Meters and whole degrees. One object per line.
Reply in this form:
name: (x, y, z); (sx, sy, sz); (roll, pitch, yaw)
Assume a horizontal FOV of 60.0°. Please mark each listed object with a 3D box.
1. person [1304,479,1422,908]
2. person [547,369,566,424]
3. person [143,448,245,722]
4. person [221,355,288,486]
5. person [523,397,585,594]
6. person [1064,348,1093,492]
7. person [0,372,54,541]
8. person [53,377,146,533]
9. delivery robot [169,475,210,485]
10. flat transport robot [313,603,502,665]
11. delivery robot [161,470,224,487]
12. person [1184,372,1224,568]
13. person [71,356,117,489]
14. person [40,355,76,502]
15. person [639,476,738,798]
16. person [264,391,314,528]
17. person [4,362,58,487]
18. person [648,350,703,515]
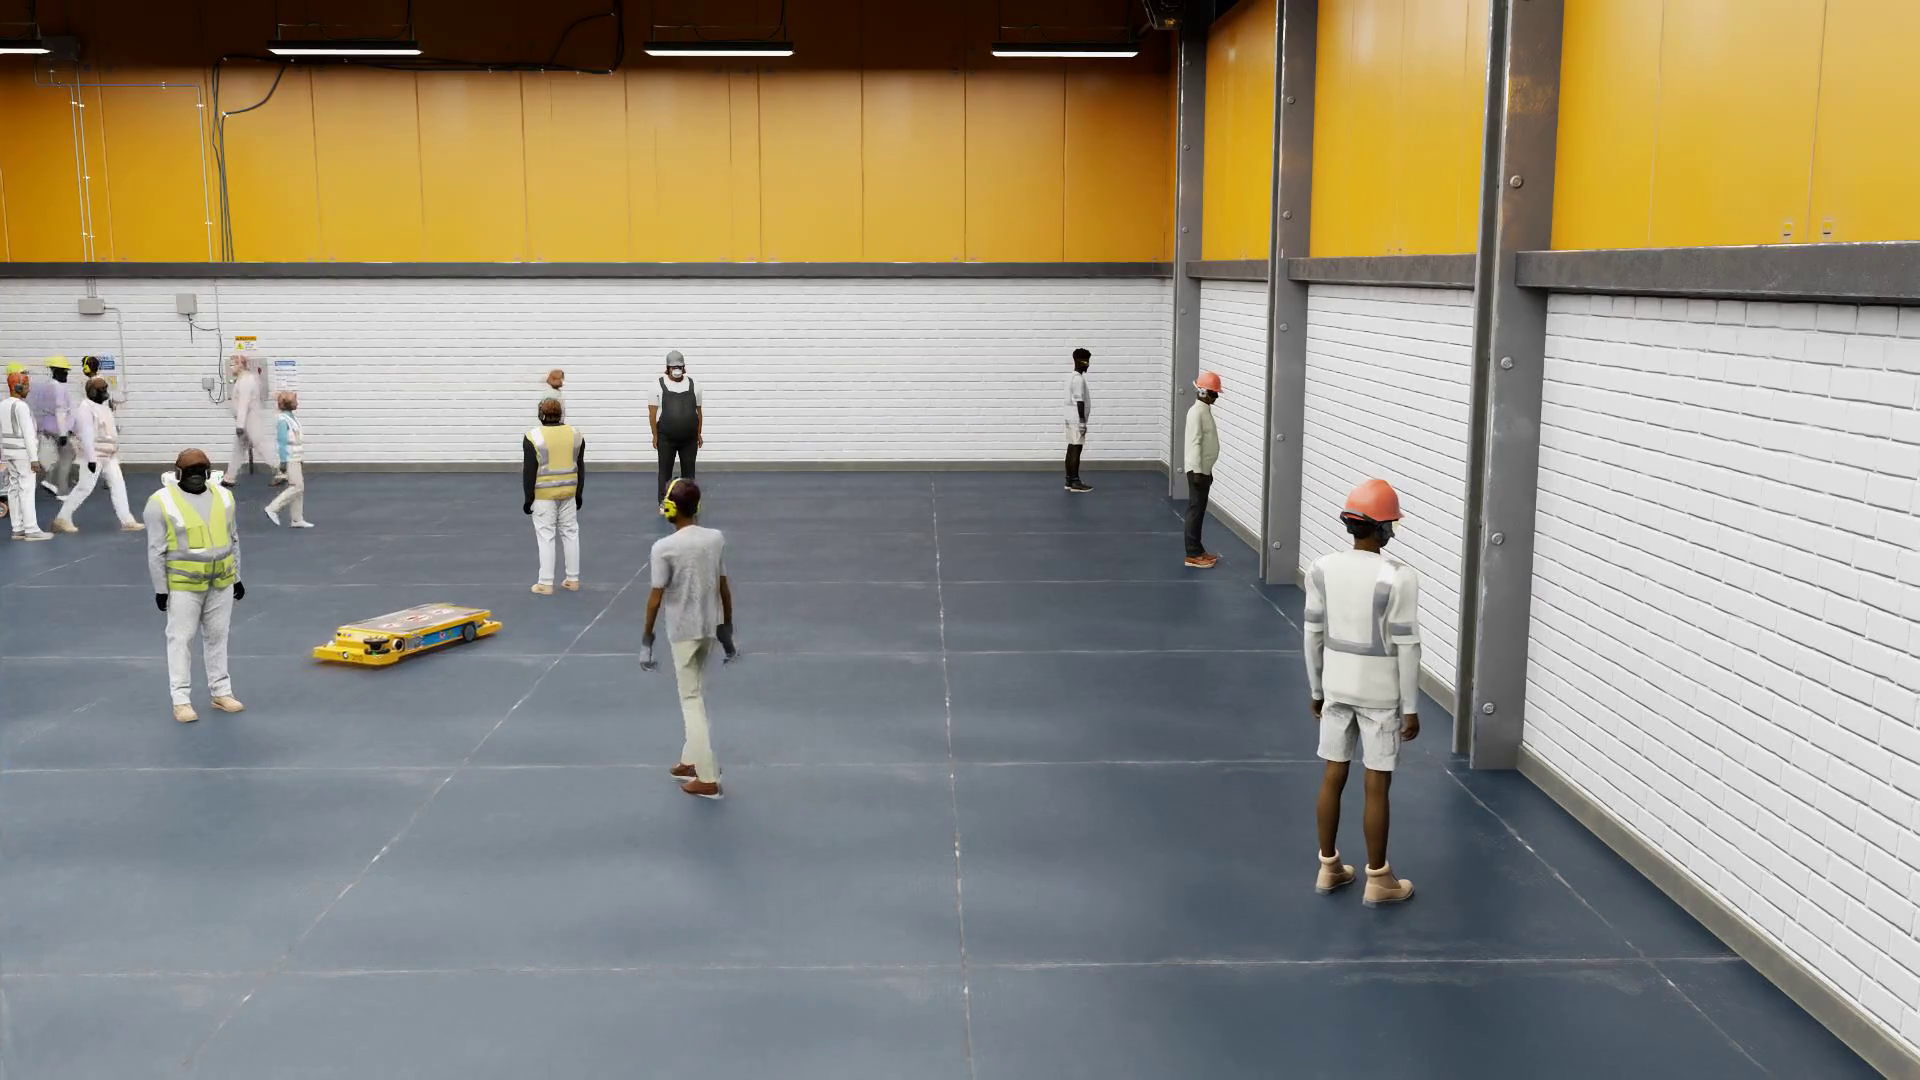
person: (1.938, 0.725, 7.969); (0.381, 2.045, 0.605); (-9, 13, -44)
person: (-5.755, -1.624, 23.645); (0.545, 1.618, 0.518); (-2, 9, -10)
person: (-5.141, 0.292, 11.250); (0.428, 1.840, 0.631); (7, 12, 37)
person: (-9.897, -1.652, 23.148); (1.030, 1.854, 0.657); (-4, 10, -21)
person: (-3.813, -0.415, 15.578); (0.633, 1.843, 0.429); (-9, 13, -42)
person: (1.609, -1.641, 22.733); (0.375, 1.959, 0.600); (-2, 9, -10)
person: (-10.491, -0.931, 18.604); (0.574, 1.887, 0.355); (6, 11, 34)
person: (-10.007, -0.976, 19.165); (0.949, 1.805, 0.638); (-1, 9, -3)
delivery robot: (-9.656, -0.678, 20.838); (0.477, 0.478, 0.707); (-7, 12, -38)
flat transport robot: (-4.401, 0.735, 13.332); (0.652, 0.197, 1.431); (4, 10, 24)
delivery robot: (-9.860, -0.768, 21.392); (0.707, 0.478, 0.477); (-2, 10, -15)
person: (2.486, -0.722, 17.016); (0.392, 1.987, 0.611); (3, 10, 18)
person: (-11.994, -1.600, 22.896); (0.907, 1.834, 0.515); (1, 9, 8)
person: (-11.794, -1.462, 21.807); (0.605, 1.901, 0.452); (9, 13, 44)
person: (-1.622, 0.552, 9.614); (0.673, 1.848, 0.564); (8, 12, 40)
person: (-7.849, -0.931, 19.405); (0.433, 1.625, 0.518); (-2, 9, -11)
person: (-12.501, -1.498, 22.357); (0.590, 1.795, 0.629); (4, 10, 22)
person: (-3.484, -1.328, 20.567); (0.682, 2.000, 0.537); (-4, 10, -23)
